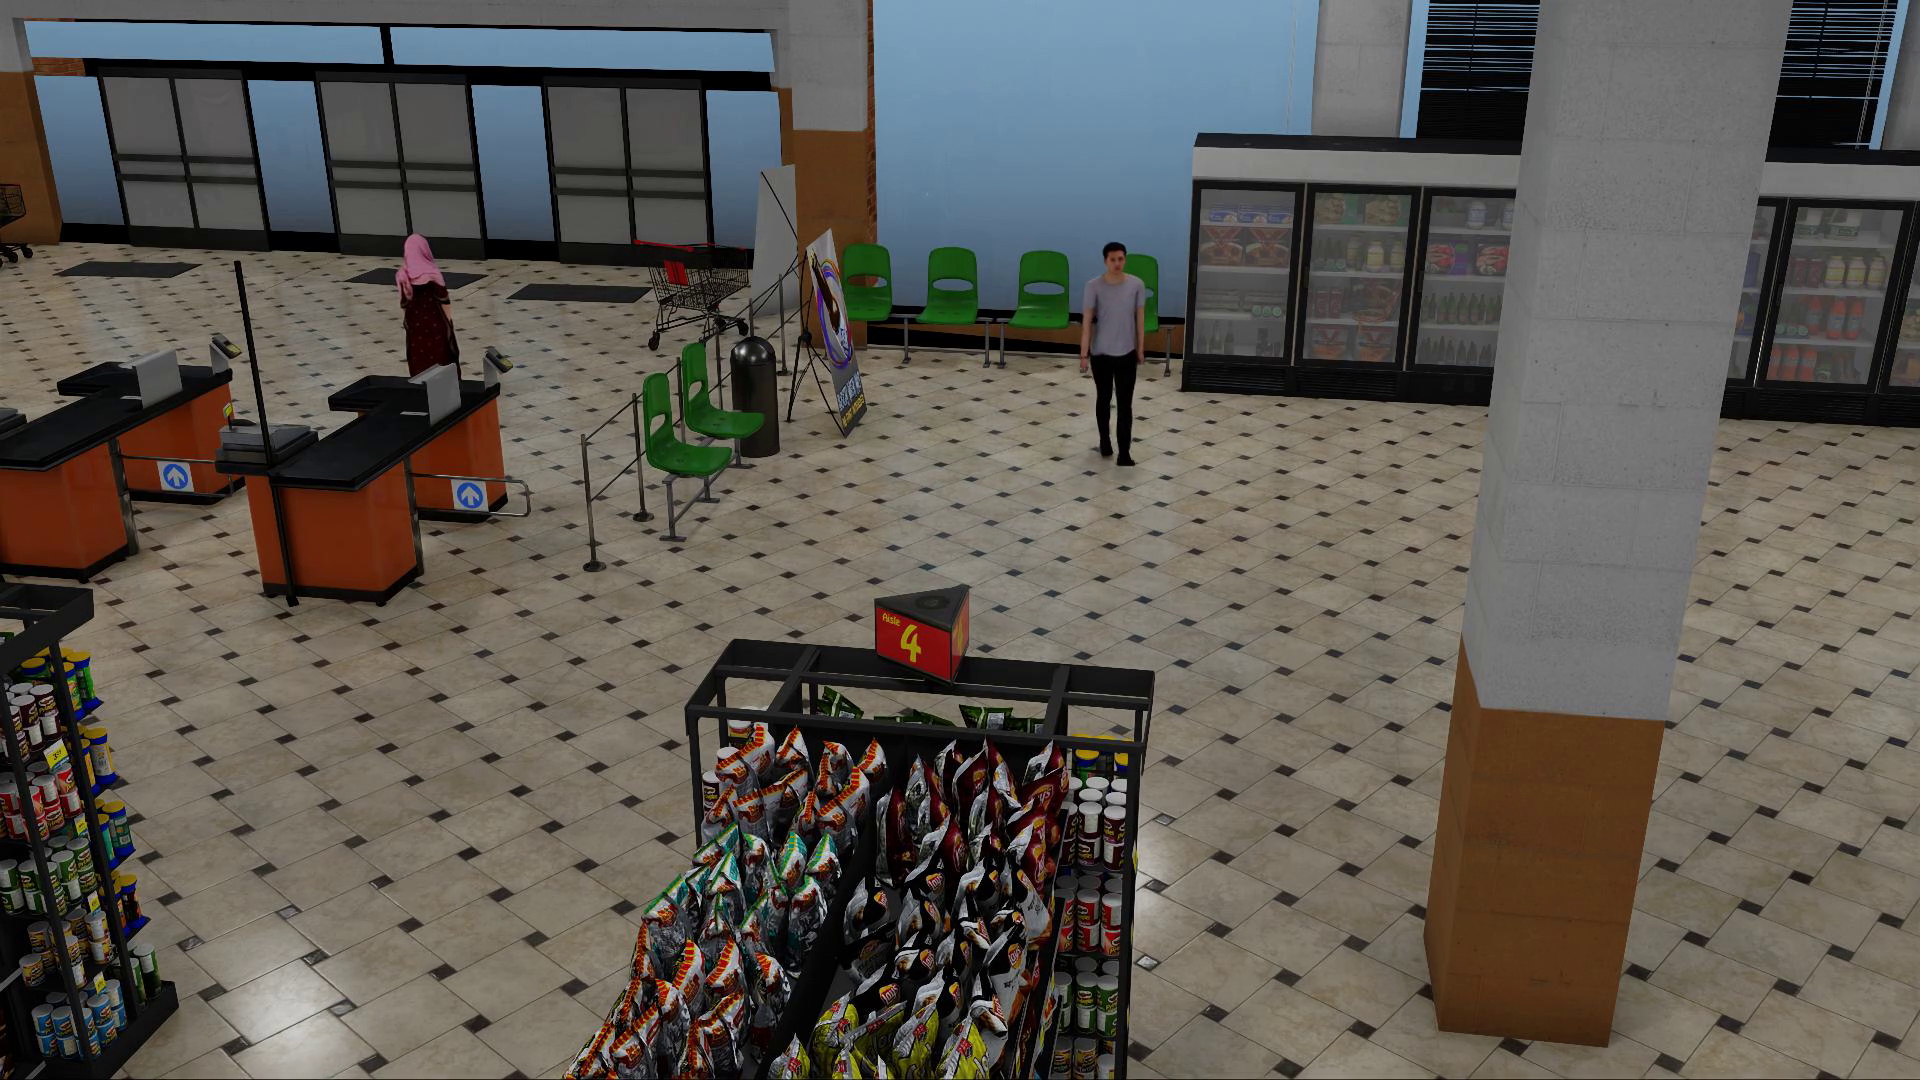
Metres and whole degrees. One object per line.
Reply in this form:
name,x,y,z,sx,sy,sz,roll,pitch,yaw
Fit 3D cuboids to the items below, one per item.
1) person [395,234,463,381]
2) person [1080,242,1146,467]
person,-4.799,-1.951,15.000,0.648,1.638,0.577,4,22,10
person,1.259,-1.558,13.758,0.863,1.833,1.144,-1,22,-3
